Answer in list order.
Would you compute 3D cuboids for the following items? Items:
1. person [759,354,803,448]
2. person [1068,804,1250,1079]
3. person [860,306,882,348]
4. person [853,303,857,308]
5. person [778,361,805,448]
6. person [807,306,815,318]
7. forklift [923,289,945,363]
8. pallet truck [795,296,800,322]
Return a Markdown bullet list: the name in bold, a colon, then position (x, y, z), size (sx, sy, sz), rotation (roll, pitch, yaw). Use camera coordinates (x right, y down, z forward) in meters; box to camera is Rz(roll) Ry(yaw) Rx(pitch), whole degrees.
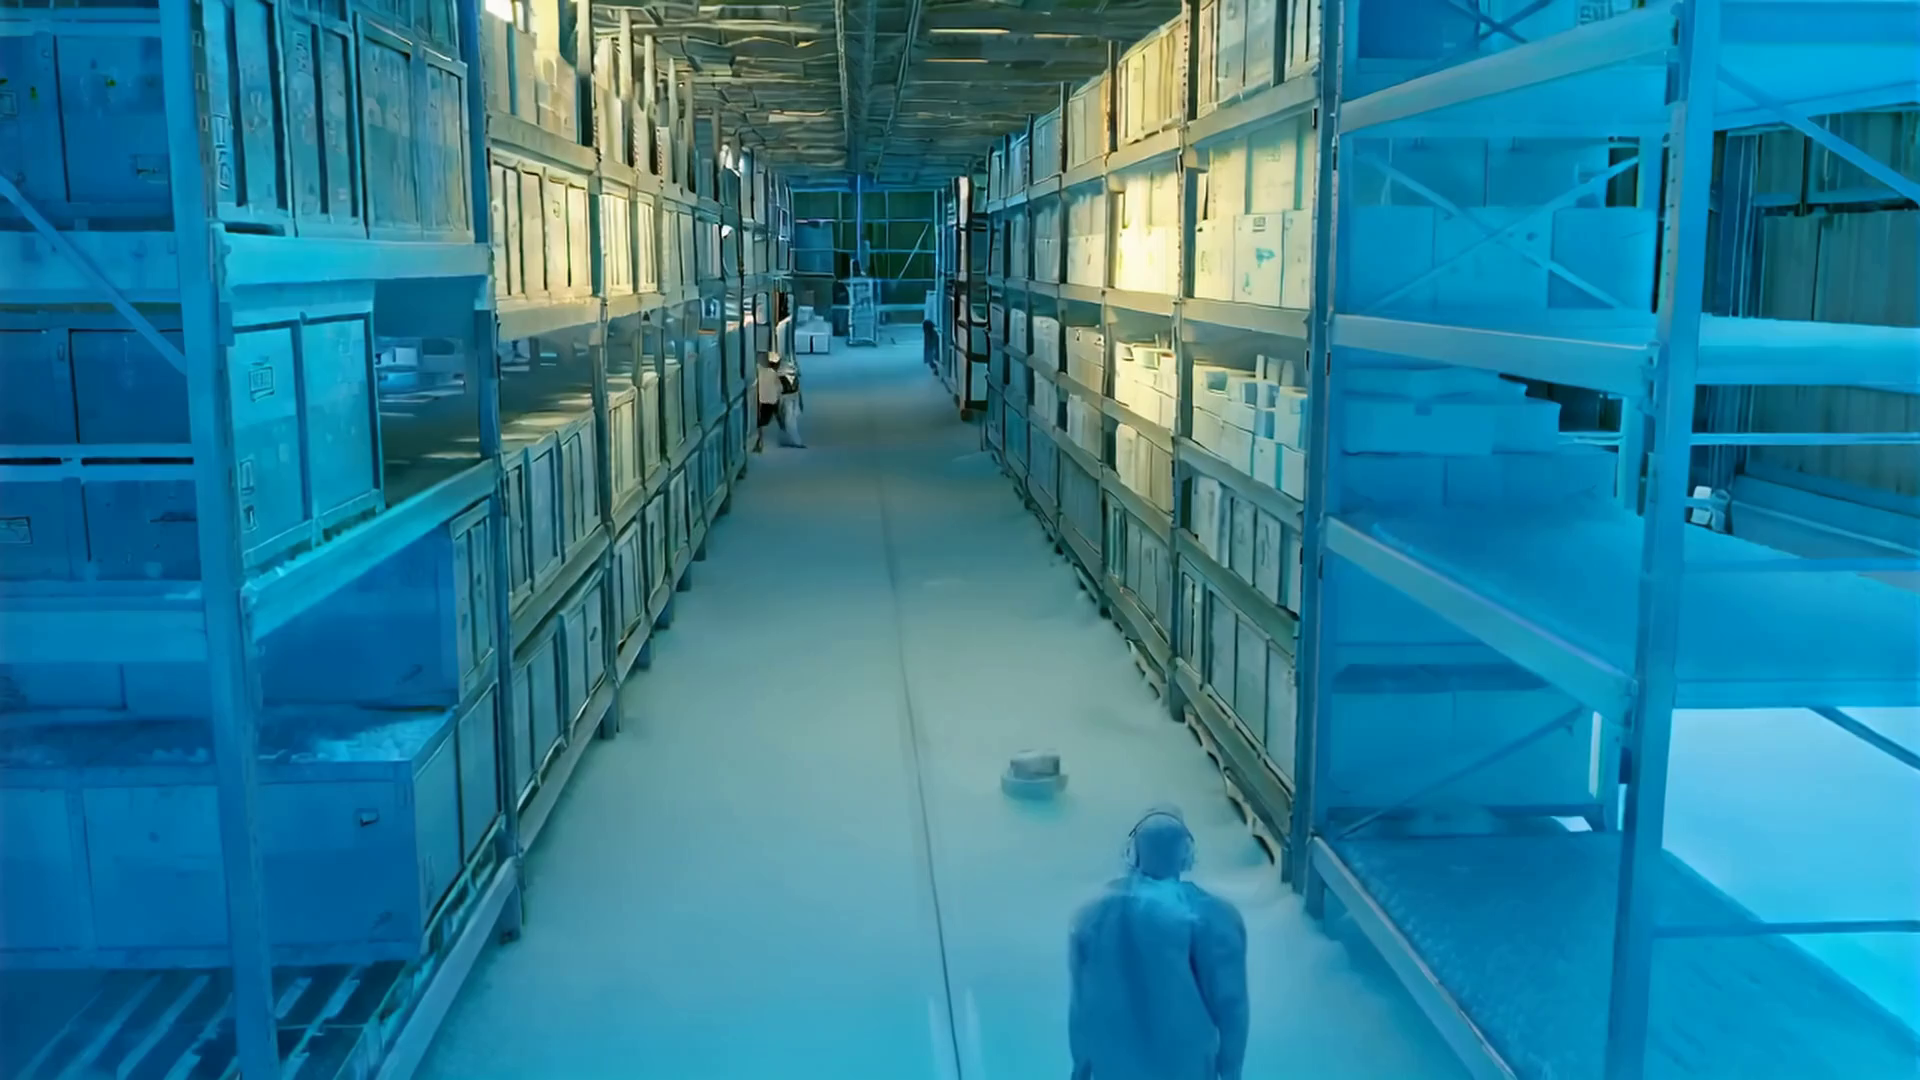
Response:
- **person**: position (-3.823, -2.883, 34.496), size (1.067, 1.930, 0.626), rotation (-5, 11, -29)
- **person**: position (0.717, 1.893, 6.063), size (0.651, 1.907, 0.409), rotation (0, 10, 3)
- **person**: position (-4.010, -9.478, 74.046), size (1.020, 1.885, 0.650), rotation (-1, 10, -3)
- **person**: position (-6.157, -12.923, 95.482), size (0.824, 1.602, 0.518), rotation (-8, 13, -41)
- **person**: position (-3.543, -2.795, 34.362), size (0.521, 1.813, 0.570), rotation (8, 12, 39)
- **person**: position (-6.507, -9.284, 72.775), size (0.412, 1.924, 0.562), rotation (-4, 10, -25)
- **forklift**: position (-0.823, -8.157, 63.193), size (1.129, 2.768, 1.873), rotation (-1, 10, -3)
- **pallet truck**: position (-8.622, -12.439, 91.403), size (1.885, 1.965, 0.823), rotation (2, 10, 13)
